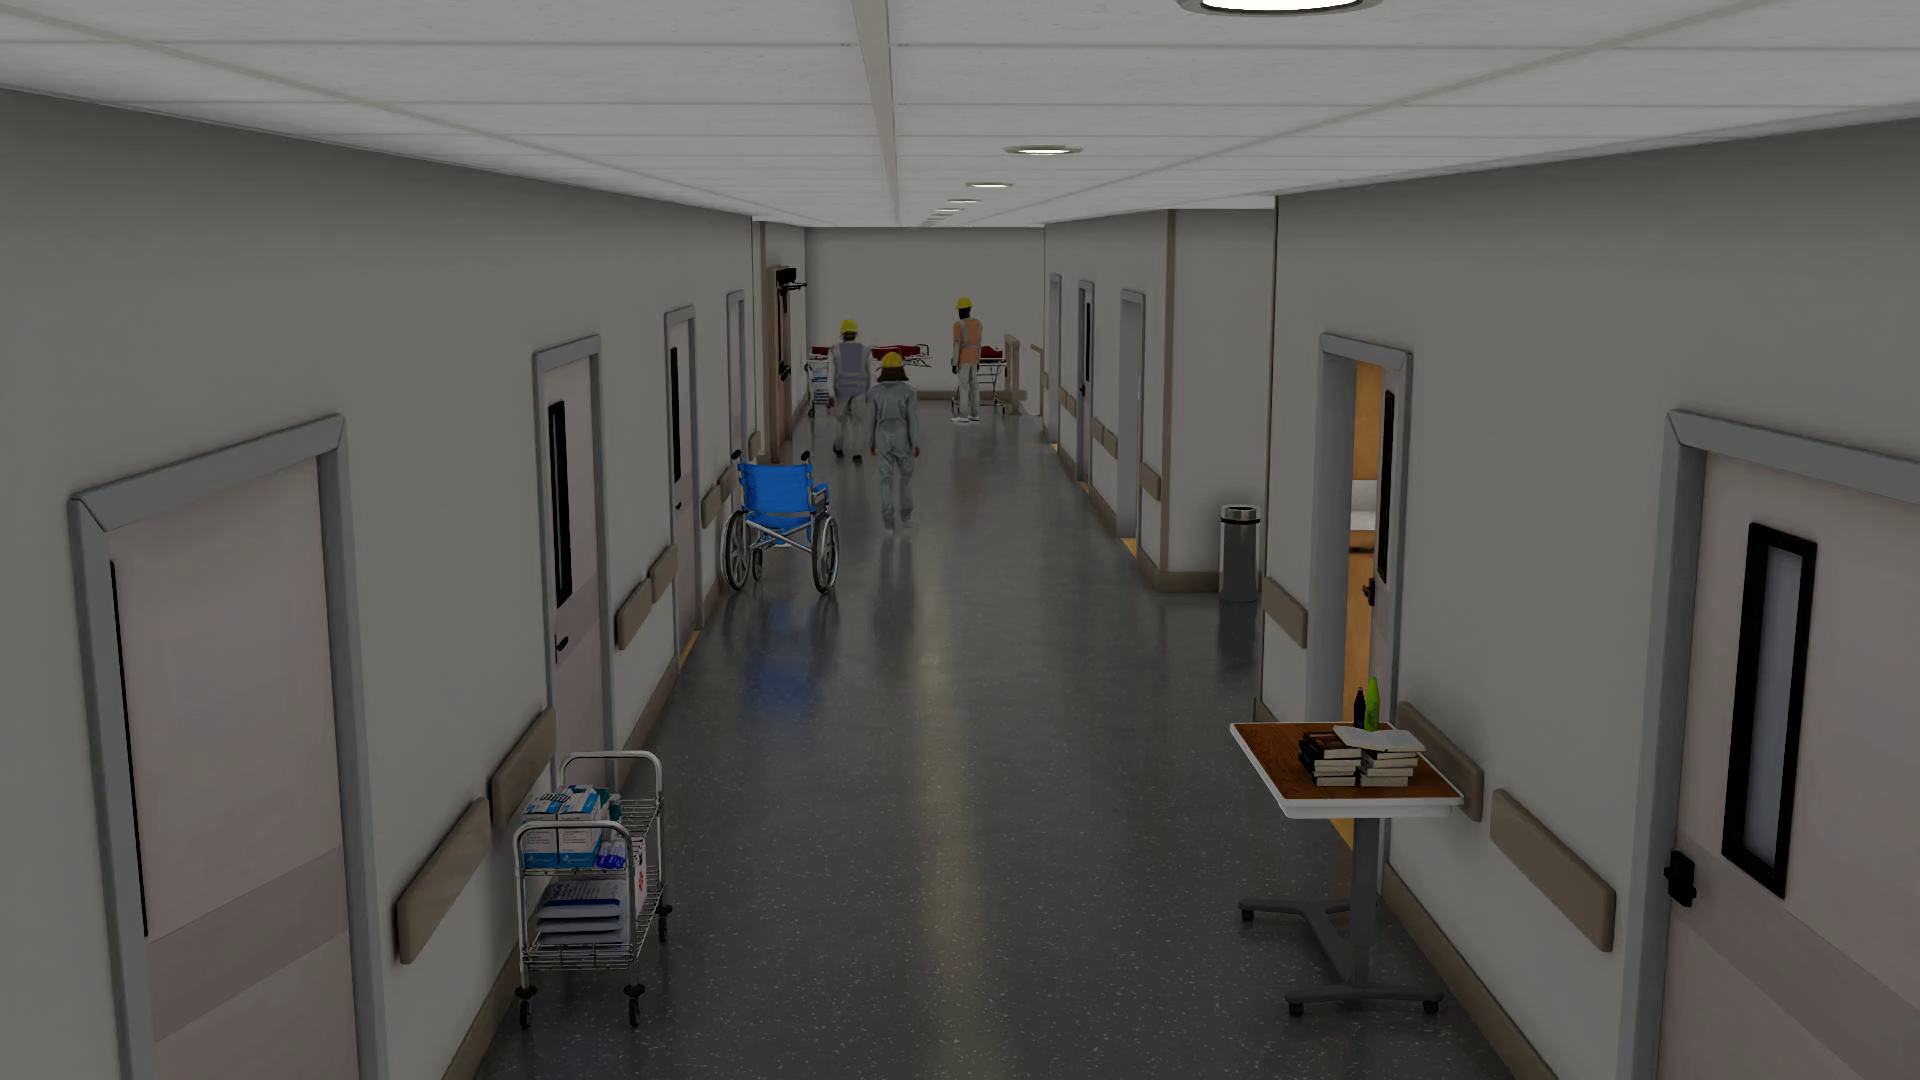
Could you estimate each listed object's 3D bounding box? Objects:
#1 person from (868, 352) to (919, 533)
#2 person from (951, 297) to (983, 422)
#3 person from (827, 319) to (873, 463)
[{"bbox_3d":[-0.624,-0.948,16.009,0.516,1.713,0.691,2,10,10],"label":"person"},{"bbox_3d":[0.092,-2.777,25.675,0.397,1.920,0.586,10,14,43],"label":"person"},{"bbox_3d":[-1.408,-1.904,21.161,0.605,1.781,0.944,-2,10,-12],"label":"person"}]
